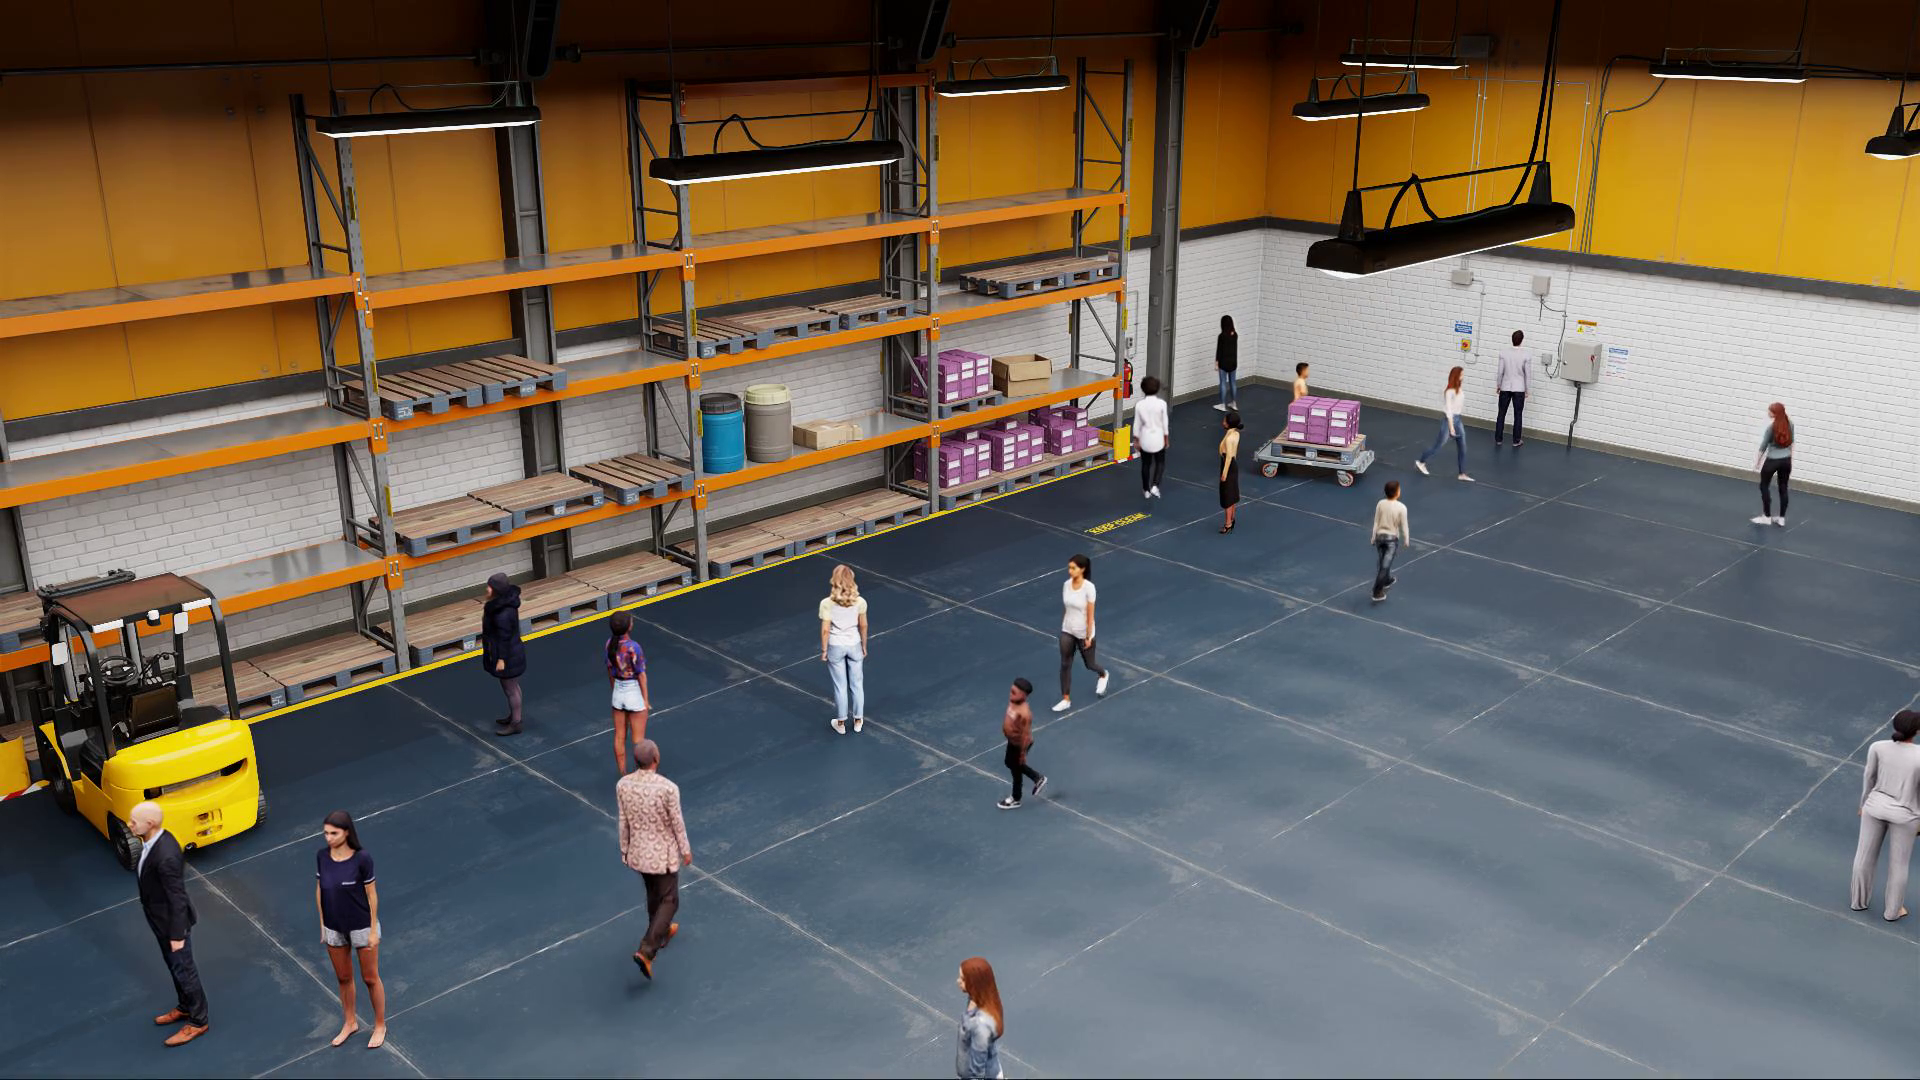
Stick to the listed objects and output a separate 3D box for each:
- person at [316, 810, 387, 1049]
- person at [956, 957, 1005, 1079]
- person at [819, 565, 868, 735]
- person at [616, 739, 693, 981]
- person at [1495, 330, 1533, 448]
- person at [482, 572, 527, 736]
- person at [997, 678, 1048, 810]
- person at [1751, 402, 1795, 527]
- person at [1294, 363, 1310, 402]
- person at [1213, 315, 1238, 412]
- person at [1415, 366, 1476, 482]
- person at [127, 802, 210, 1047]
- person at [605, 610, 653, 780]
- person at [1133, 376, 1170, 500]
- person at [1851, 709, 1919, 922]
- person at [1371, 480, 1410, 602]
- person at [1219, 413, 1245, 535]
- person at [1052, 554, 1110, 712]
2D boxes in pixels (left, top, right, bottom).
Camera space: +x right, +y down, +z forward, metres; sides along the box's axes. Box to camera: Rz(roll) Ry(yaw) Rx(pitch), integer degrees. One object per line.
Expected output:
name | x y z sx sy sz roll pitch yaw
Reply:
person | -4.205 2.671 11.493 0.653 1.767 0.693 2 19 7
person | 0.201 3.246 9.930 1.056 1.674 0.977 -1 19 -3
person | -1.131 1.070 16.317 0.649 1.722 0.765 -5 19 -14
person | -2.301 2.368 12.362 0.928 1.786 1.166 8 20 22
person | 8.801 -2.422 26.482 0.742 1.853 0.690 9 21 26
person | -4.451 1.098 16.309 0.830 1.674 0.796 -4 19 -12
person | 0.581 1.805 14.878 0.808 1.248 0.706 -5 19 -15
person | 11.044 -1.012 22.517 0.703 1.710 0.806 1 19 3
person | 5.281 -2.034 25.966 0.913 1.447 0.859 0 19 0
person | 4.624 -3.067 28.732 0.588 1.639 0.703 -8 20 -23
person | 7.184 -1.717 24.642 1.097 1.691 0.693 -15 24 -38
person | -5.500 2.628 11.572 0.607 1.798 0.716 -14 23 -35
person | -3.027 1.453 15.151 0.634 1.741 0.595 10 21 28
person | 2.727 -1.423 23.604 0.895 1.797 0.967 3 19 10
person | 7.333 2.148 13.093 0.628 1.736 0.532 17 25 41
person | 5.069 0.039 19.840 0.605 1.427 0.994 15 24 38
person | 3.601 -0.902 22.279 0.715 1.653 0.591 8 20 22
person | 1.266 0.923 16.906 0.613 1.625 1.035 15 24 38
